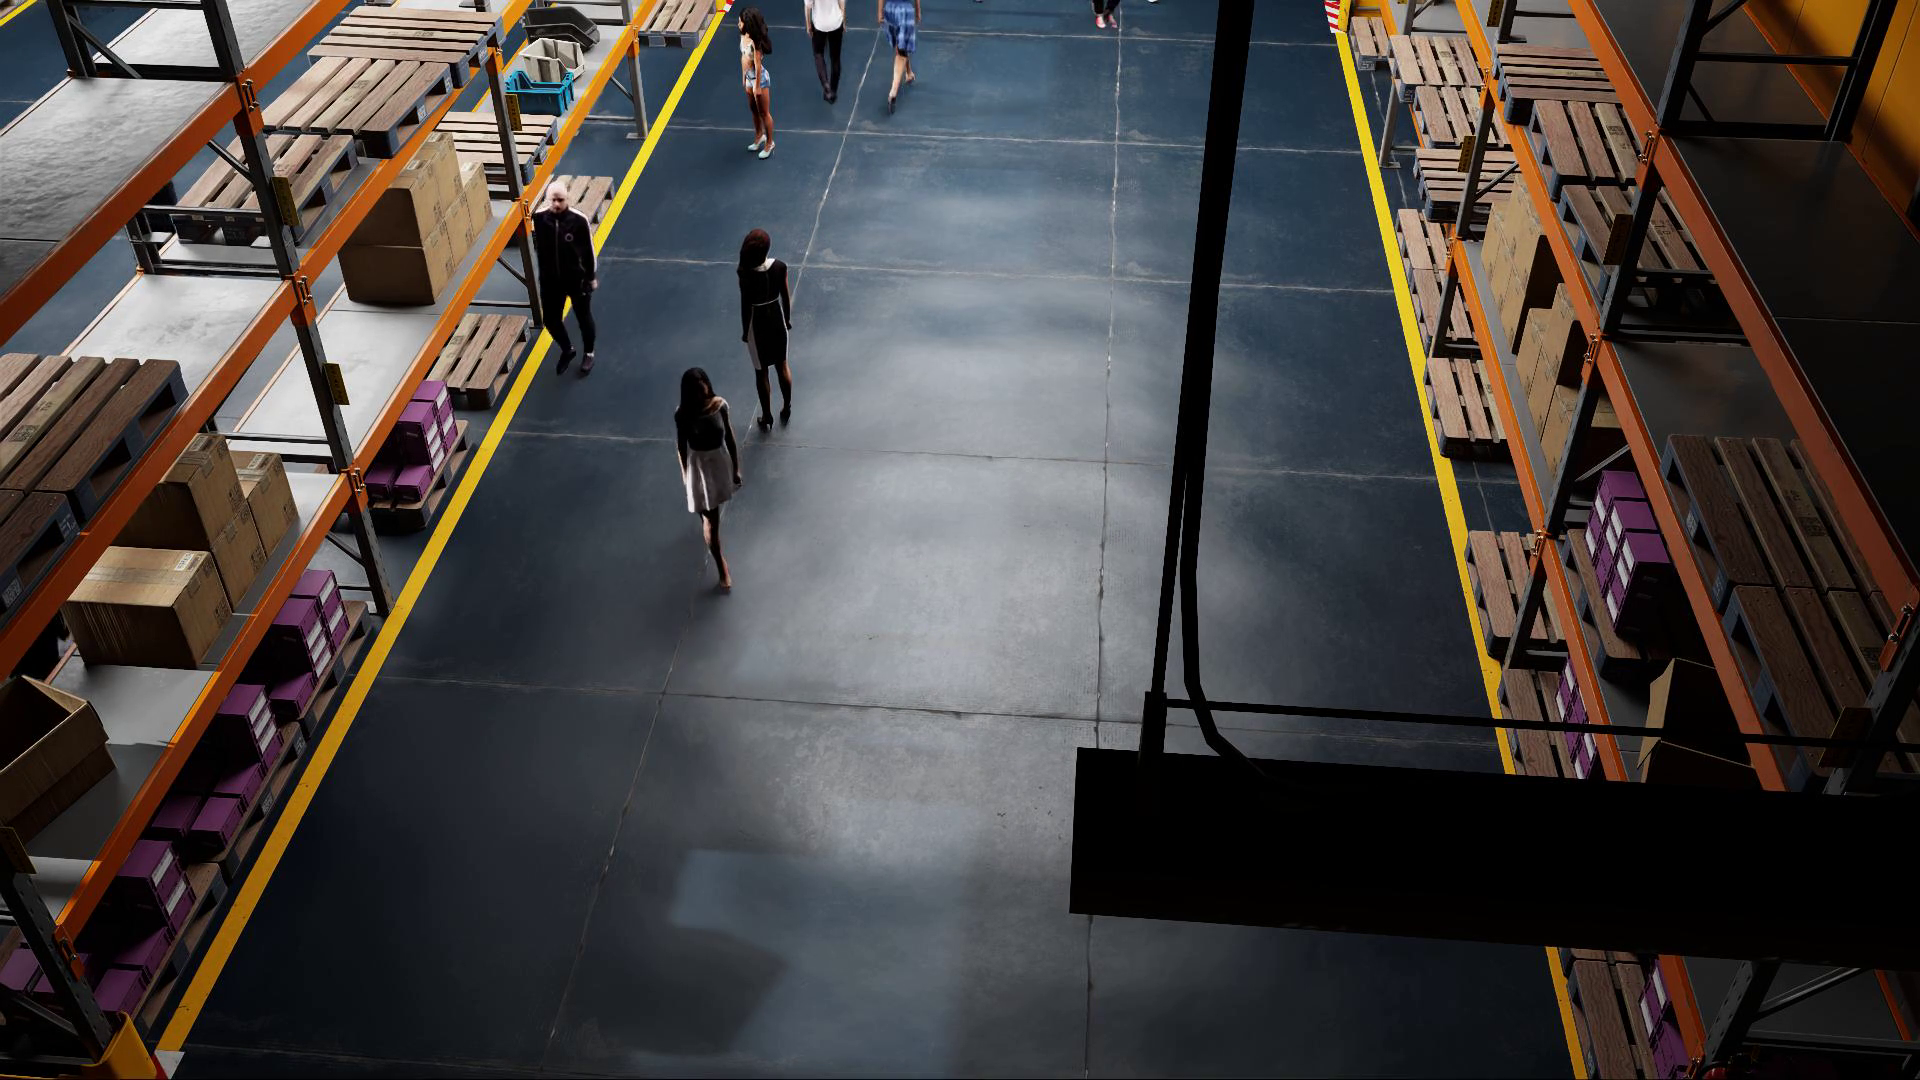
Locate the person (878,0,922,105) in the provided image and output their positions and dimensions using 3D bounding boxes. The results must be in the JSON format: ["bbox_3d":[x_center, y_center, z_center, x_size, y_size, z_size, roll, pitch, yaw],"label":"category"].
[{"bbox_3d":[-0.680,-5.717,18.576,0.792,1.757,1.186,11,40,13],"label":"person"}]

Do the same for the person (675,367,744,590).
[{"bbox_3d":[-1.834,-0.533,12.091,0.950,1.749,1.186,-14,41,-17],"label":"person"}]

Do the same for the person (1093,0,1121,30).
[{"bbox_3d":[1.788,-7.207,20.447,0.801,1.749,0.761,-9,39,-11],"label":"person"}]

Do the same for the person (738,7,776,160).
[{"bbox_3d":[-2.151,-4.846,17.592,0.725,1.623,0.656,-22,44,-25],"label":"person"}]

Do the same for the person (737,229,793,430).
[{"bbox_3d":[-1.575,-1.707,13.524,0.658,1.796,0.675,-20,43,-23],"label":"person"}]

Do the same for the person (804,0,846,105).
[{"bbox_3d":[-1.458,-5.671,18.497,0.725,1.783,0.835,-7,39,-8],"label":"person"}]

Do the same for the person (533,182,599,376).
[{"bbox_3d":[-3.318,-2.279,14.225,0.694,1.814,0.628,4,39,5],"label":"person"}]
